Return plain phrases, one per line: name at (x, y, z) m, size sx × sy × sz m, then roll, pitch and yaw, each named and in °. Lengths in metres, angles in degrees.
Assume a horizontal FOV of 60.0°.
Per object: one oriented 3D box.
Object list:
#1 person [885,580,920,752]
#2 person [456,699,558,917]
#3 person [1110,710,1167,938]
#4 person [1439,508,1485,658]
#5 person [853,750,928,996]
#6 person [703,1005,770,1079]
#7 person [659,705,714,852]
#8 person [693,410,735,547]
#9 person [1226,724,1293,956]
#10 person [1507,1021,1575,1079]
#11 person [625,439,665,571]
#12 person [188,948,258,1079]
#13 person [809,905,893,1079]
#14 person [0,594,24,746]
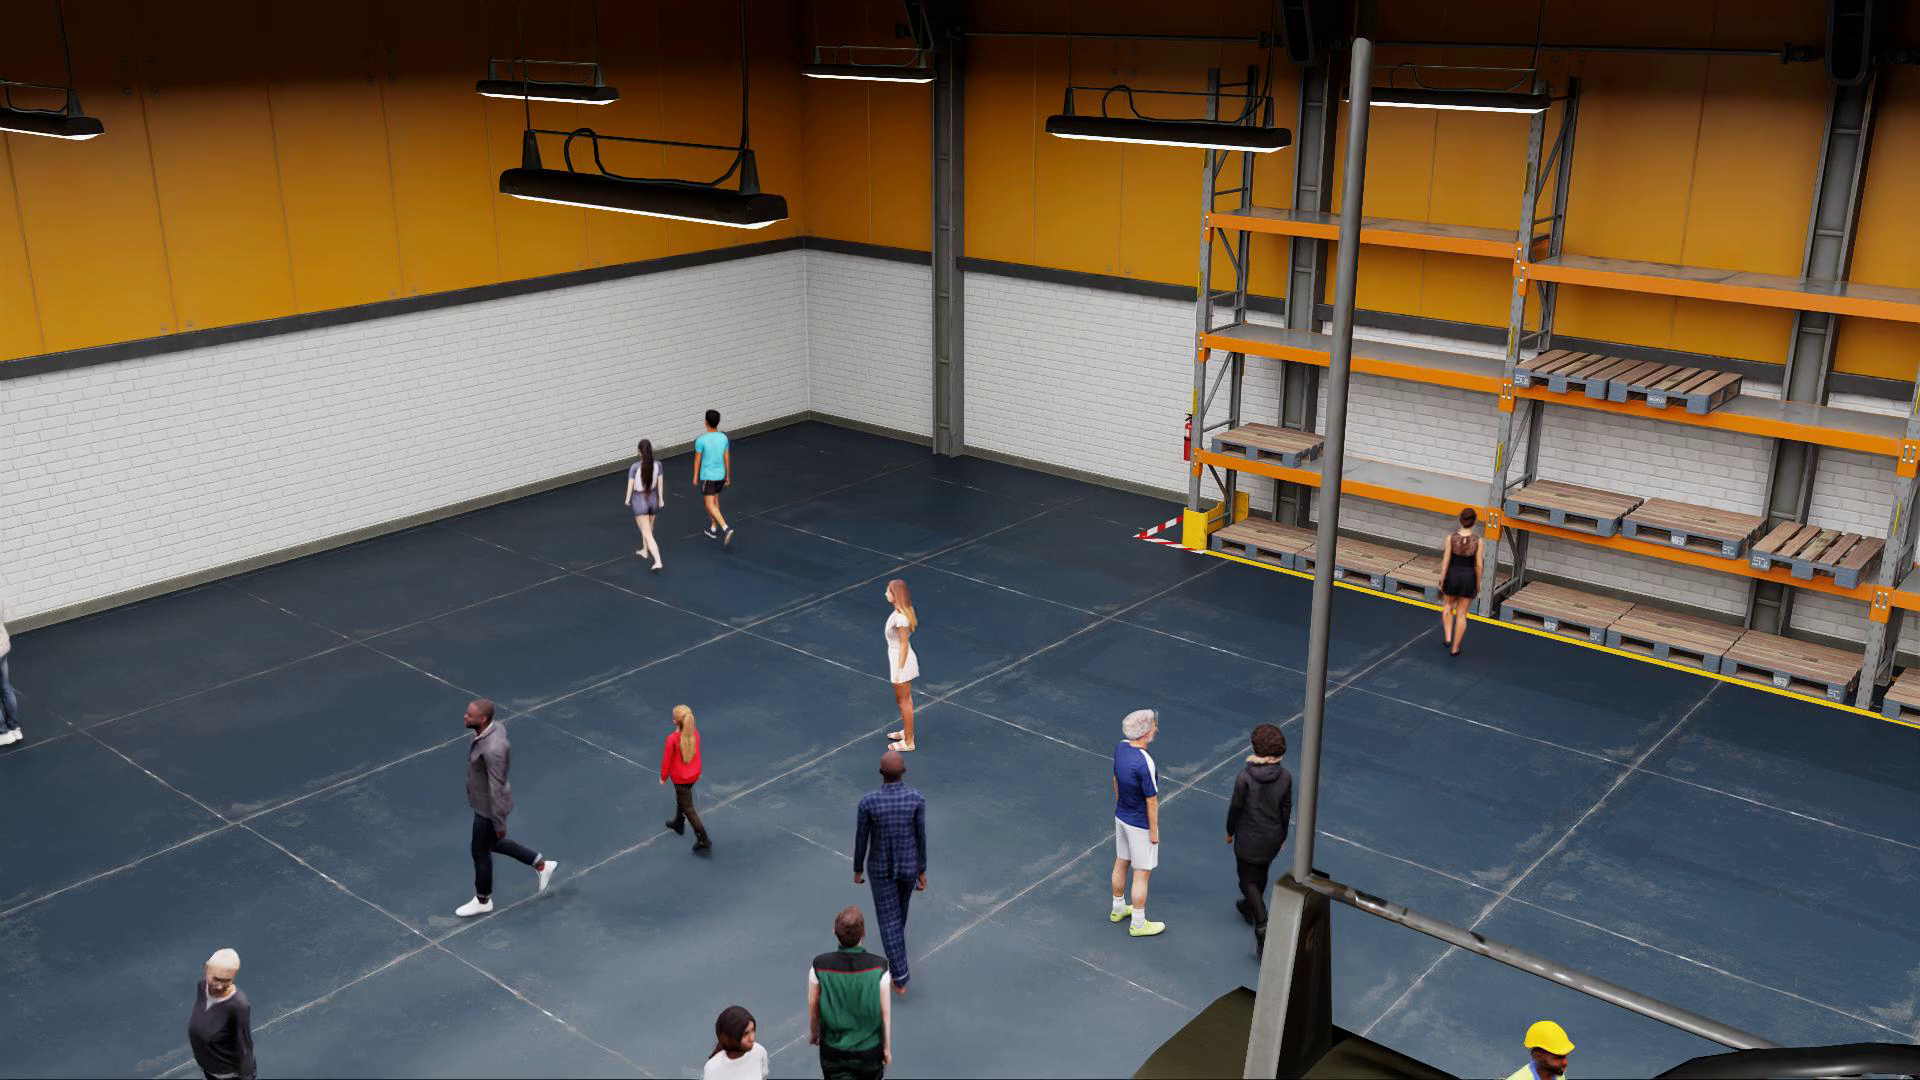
person at (-0.549, 1.173, 15.773) m, size 0.710 × 1.695 × 0.662 m, roll 0°, pitch 19°, yaw 0°
person at (-3.574, 2.060, 12.977) m, size 1.103 × 1.798 × 1.119 m, roll -6°, pitch 20°, yaw -18°
person at (1.344, 2.133, 12.698) m, size 0.766 × 1.839 × 0.621 m, roll -10°, pitch 21°, yaw -28°
person at (5.369, 0.476, 17.889) m, size 0.678 × 1.665 × 0.746 m, roll 7°, pitch 20°, yaw 20°
person at (-0.468, 2.406, 11.987) m, size 1.095 × 1.775 × 1.258 m, roll -5°, pitch 19°, yaw -13°
person at (-1.302, 3.344, 9.301) m, size 0.690 × 1.712 × 0.590 m, roll 15°, pitch 24°, yaw 38°
person at (-2.281, 2.012, 13.957) m, size 0.884 × 1.264 × 0.484 m, roll 15°, pitch 24°, yaw 37°
person at (-3.152, -0.776, 21.475) m, size 0.744 × 1.750 × 1.099 m, roll -15°, pitch 24°, yaw -37°
person at (2.259, 2.261, 12.457) m, size 1.035 × 1.750 × 1.190 m, roll -5°, pitch 19°, yaw -14°
person at (2.983, 3.384, 9.072) m, size 0.899 × 1.782 × 1.268 m, roll -11°, pitch 22°, yaw -30°
person at (-3.851, -0.407, 20.592) m, size 0.703 × 1.613 × 1.053 m, roll -15°, pitch 24°, yaw -38°
person at (-4.384, 3.136, 9.932) m, size 0.709 × 1.703 × 0.476 m, roll -13°, pitch 22°, yaw -33°
person at (-0.656, 3.072, 9.966) m, size 1.098 × 1.803 × 1.125 m, roll 0°, pitch 19°, yaw -1°
person at (-9.169, 1.069, 15.845) m, size 0.853 × 1.847 × 0.798 m, roll -1°, pitch 19°, yaw -4°
